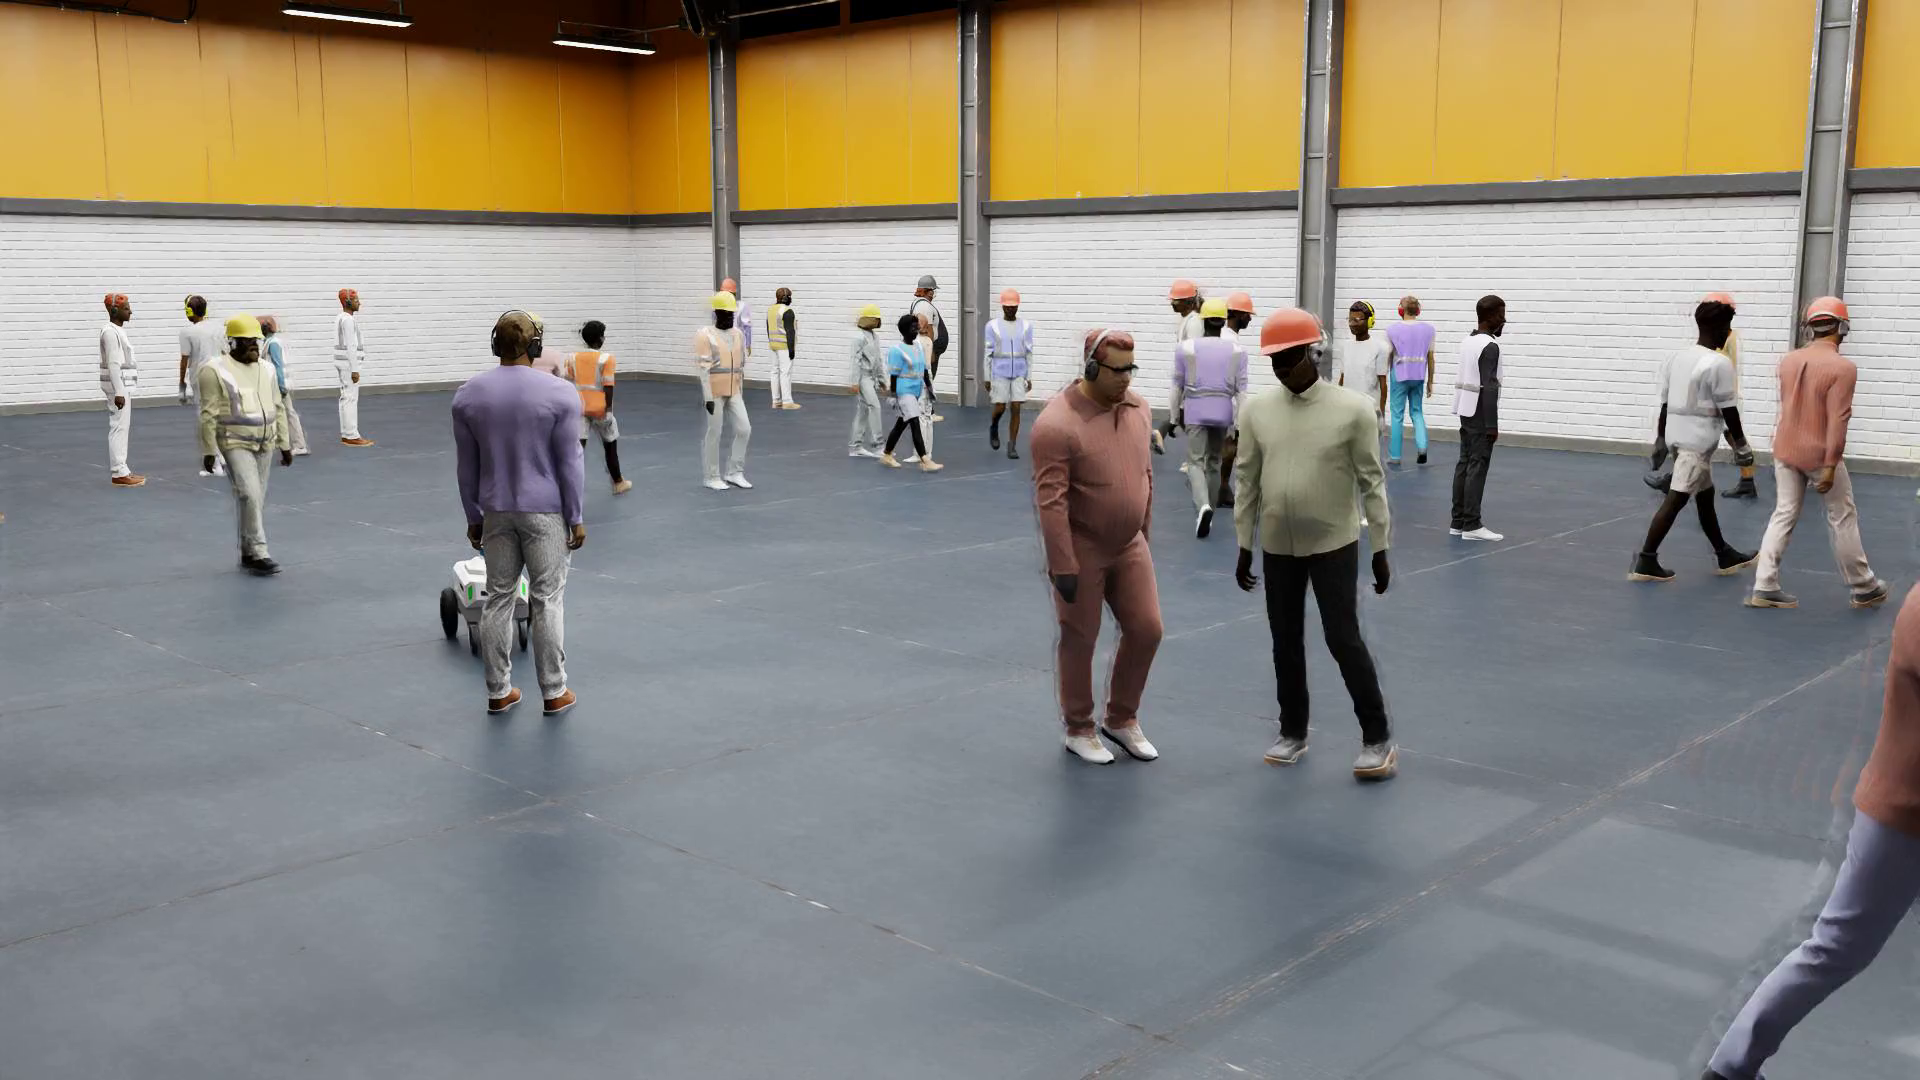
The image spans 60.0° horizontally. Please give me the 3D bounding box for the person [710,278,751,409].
[{"bbox_3d":[-3.502,-3.028,25.578,0.624,1.997,1.027,0,9,-2],"label":"person"}]

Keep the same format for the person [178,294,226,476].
[{"bbox_3d":[-7.735,-1.570,16.989,0.475,1.854,0.525,5,11,29],"label":"person"}]

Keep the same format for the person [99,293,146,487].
[{"bbox_3d":[-8.202,-1.460,16.244,0.337,1.882,0.585,-4,10,-21],"label":"person"}]

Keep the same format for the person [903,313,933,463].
[{"bbox_3d":[-0.448,-1.664,18.243,0.307,1.641,0.511,3,10,18],"label":"person"}]

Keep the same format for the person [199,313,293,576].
[{"bbox_3d":[-4.861,-0.659,11.551,0.714,1.807,0.623,5,10,27],"label":"person"}]

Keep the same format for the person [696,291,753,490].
[{"bbox_3d":[-2.217,-1.409,15.868,0.650,1.902,0.619,7,12,38],"label":"person"}]

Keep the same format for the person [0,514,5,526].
[{"bbox_3d":[-8.168,-0.938,13.097,0.635,1.878,1.050,3,10,18],"label":"person"}]

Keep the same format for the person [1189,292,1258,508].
[{"bbox_3d":[2.366,-1.221,14.676,0.500,1.915,0.572,1,9,4],"label":"person"}]

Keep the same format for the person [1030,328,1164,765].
[{"bbox_3d":[0.608,0.046,7.023,0.686,1.877,0.549,-7,11,-35],"label":"person"}]

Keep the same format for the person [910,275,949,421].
[{"bbox_3d":[-0.428,-2.679,23.239,0.539,2.000,0.689,-3,10,-15],"label":"person"}]

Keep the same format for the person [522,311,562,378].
[{"bbox_3d":[-3.724,-1.136,14.650,0.412,1.743,0.551,9,13,43],"label":"person"}]

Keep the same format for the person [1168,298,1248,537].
[{"bbox_3d":[2.001,-0.986,13.317,0.602,1.899,0.871,0,9,-2],"label":"person"}]

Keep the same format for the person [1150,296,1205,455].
[{"bbox_3d":[2.522,-1.802,18.534,0.737,1.826,0.510,-3,10,-18],"label":"person"}]

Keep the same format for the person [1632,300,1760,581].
[{"bbox_3d":[5.043,-0.663,11.275,0.988,1.904,0.597,-1,9,-4],"label":"person"}]

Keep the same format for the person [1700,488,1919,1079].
[{"bbox_3d":[2.241,0.636,3.900,0.897,1.723,0.529,6,11,34],"label":"person"}]

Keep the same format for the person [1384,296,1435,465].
[{"bbox_3d":[4.786,-1.701,17.872,0.572,1.836,0.485,-2,9,-10],"label":"person"}]

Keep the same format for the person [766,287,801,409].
[{"bbox_3d":[-2.673,-2.899,25.195,0.430,1.844,0.623,-7,12,-36],"label":"person"}]

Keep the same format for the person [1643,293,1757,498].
[{"bbox_3d":[6.963,-1.332,15.435,0.997,1.886,0.550,7,12,36],"label":"person"}]

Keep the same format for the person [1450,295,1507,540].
[{"bbox_3d":[4.065,-0.960,13.078,0.370,1.915,0.597,0,9,-3],"label":"person"}]

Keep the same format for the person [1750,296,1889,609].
[{"bbox_3d":[5.378,-0.531,10.364,0.864,1.941,0.617,-3,10,-20],"label":"person"}]

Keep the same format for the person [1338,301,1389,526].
[{"bbox_3d":[3.323,-1.044,13.792,0.328,1.861,0.507,-7,12,-39],"label":"person"}]

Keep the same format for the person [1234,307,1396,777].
[{"bbox_3d":[1.485,0.019,7.001,0.727,1.963,0.434,6,11,33],"label":"person"}]

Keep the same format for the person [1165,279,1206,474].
[{"bbox_3d":[2.351,-1.665,17.111,0.533,2.015,0.622,-1,9,-5],"label":"person"}]

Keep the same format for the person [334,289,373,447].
[{"bbox_3d":[-7.298,-2.058,19.914,0.360,1.882,0.575,-5,11,-29],"label":"person"}]

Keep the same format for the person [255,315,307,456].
[{"bbox_3d":[-7.785,-1.711,18.652,0.848,1.598,0.513,-4,10,-23],"label":"person"}]

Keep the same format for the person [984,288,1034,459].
[{"bbox_3d":[0.539,-1.876,18.727,0.545,1.917,0.610,-2,9,-10],"label":"person"}]

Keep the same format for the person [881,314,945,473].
[{"bbox_3d":[-0.530,-1.541,17.443,0.874,1.649,0.531,5,11,29],"label":"person"}]

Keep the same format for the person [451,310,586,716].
[{"bbox_3d":[-2.079,-0.118,7.894,0.623,1.932,0.369,2,9,10],"label":"person"}]

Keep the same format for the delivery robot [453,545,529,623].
[{"bbox_3d":[-2.669,0.265,9.445,0.477,0.478,0.707,-4,10,-22],"label":"delivery robot"}]

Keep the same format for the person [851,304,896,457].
[{"bbox_3d":[-0.936,-1.774,18.653,0.708,1.716,0.512,4,10,21],"label":"person"}]

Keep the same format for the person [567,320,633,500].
[{"bbox_3d":[-3.387,-1.192,15.326,0.536,1.645,0.883,4,10,21],"label":"person"}]
